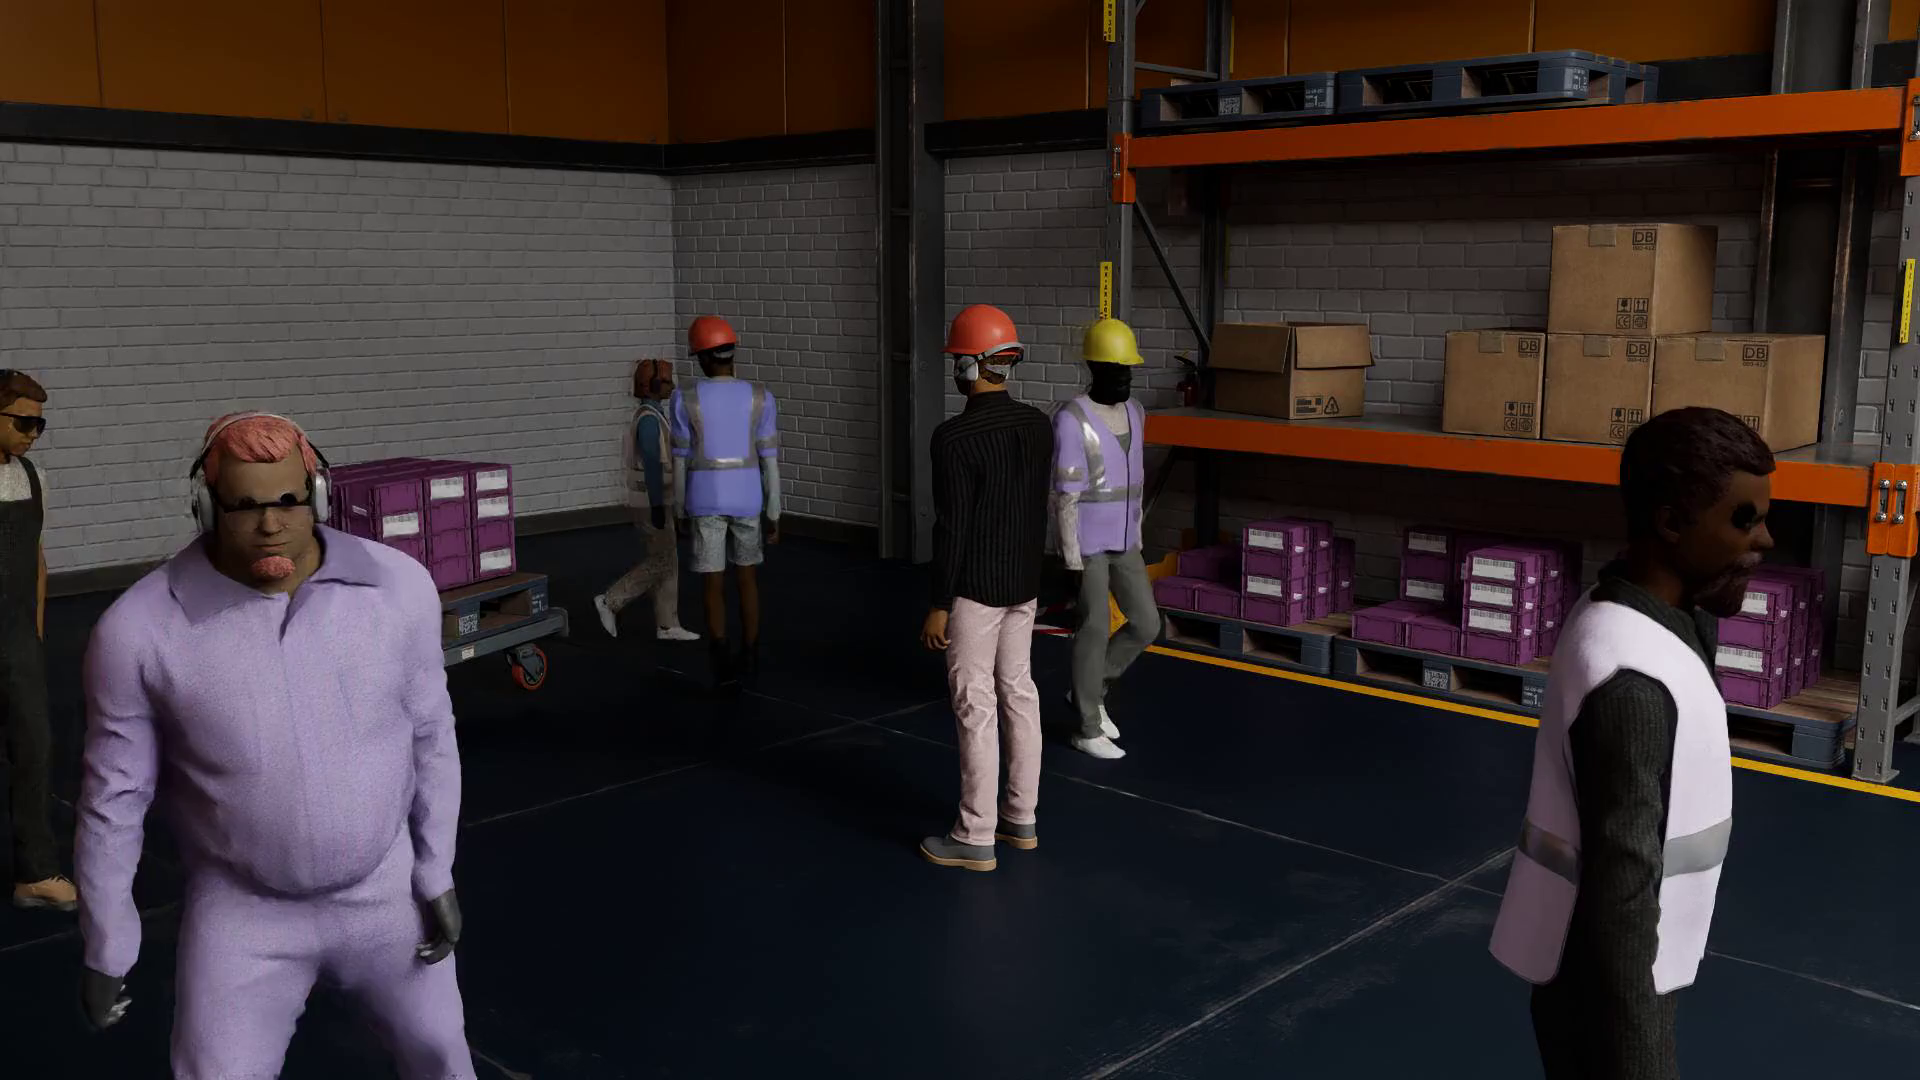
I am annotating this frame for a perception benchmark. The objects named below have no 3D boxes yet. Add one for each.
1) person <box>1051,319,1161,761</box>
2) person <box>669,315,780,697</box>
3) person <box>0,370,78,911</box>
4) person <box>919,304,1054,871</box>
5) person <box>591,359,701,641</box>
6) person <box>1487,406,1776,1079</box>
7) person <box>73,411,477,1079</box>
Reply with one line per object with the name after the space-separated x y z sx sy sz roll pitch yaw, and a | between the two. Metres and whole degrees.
0.633 0.005 7.181 0.419 1.908 0.607 8 13 42 | person
-1.169 -0.175 8.368 0.549 1.908 0.852 -3 10 -19 | person
-3.332 0.327 5.561 0.893 1.797 0.593 4 10 24 | person
0.091 0.170 5.910 0.375 1.995 0.611 7 12 37 | person
-1.768 -0.207 9.357 0.510 1.621 0.530 -1 9 -8 | person
1.094 0.729 2.768 0.408 1.908 0.599 4 10 22 | person
-1.273 0.675 3.234 0.776 1.876 0.507 -6 11 -34 | person
